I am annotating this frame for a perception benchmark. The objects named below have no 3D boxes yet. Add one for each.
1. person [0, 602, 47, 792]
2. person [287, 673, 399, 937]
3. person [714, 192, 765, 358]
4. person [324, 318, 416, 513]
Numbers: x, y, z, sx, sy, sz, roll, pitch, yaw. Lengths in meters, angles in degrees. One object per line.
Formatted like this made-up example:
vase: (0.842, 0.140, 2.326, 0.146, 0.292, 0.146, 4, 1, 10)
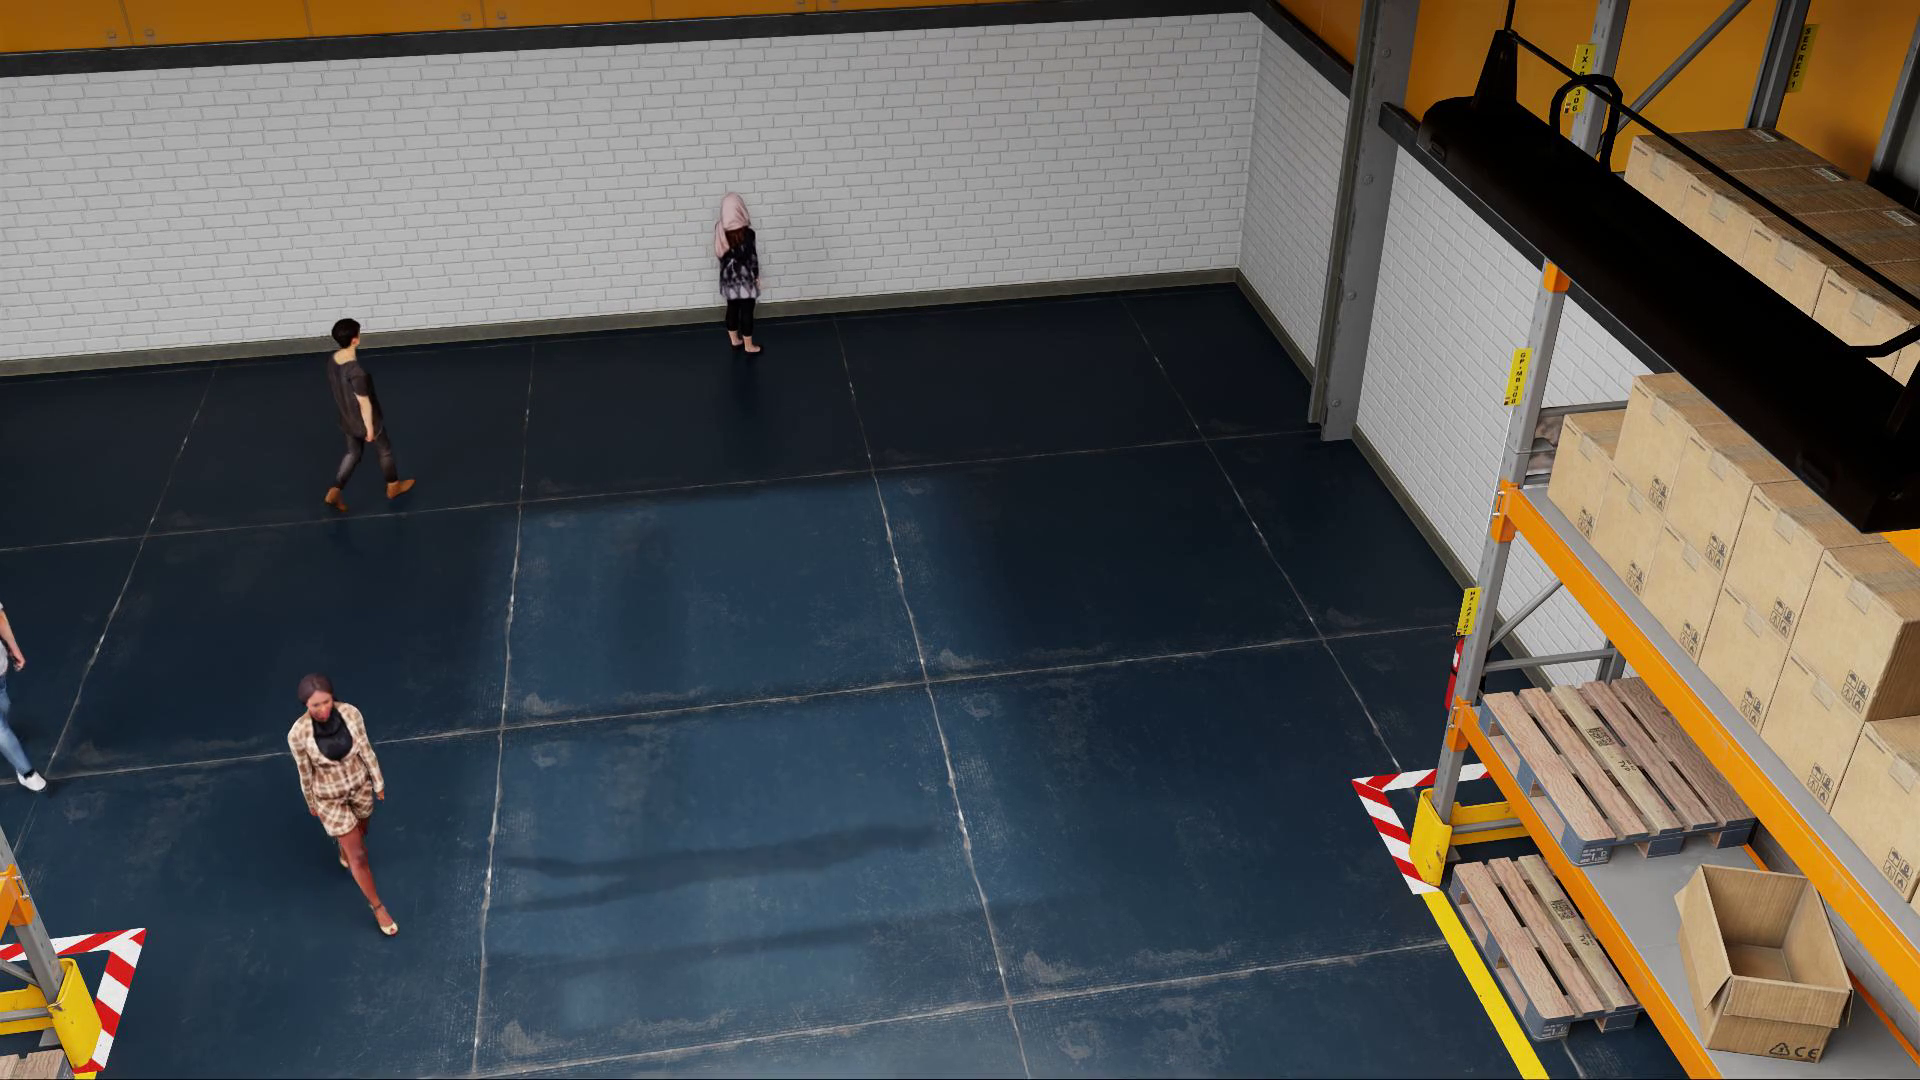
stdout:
person: (-6.277, 0.821, 10.650, 1.276, 1.849, 1.165, 25, 41, 32)
person: (-3.639, 1.468, 9.756, 0.935, 1.760, 1.143, -25, 41, -33)
person: (-2.117, -2.534, 15.887, 0.743, 1.638, 0.804, 21, 39, 29)
person: (-4.946, -0.983, 13.504, 1.040, 1.692, 1.105, 21, 39, 28)
